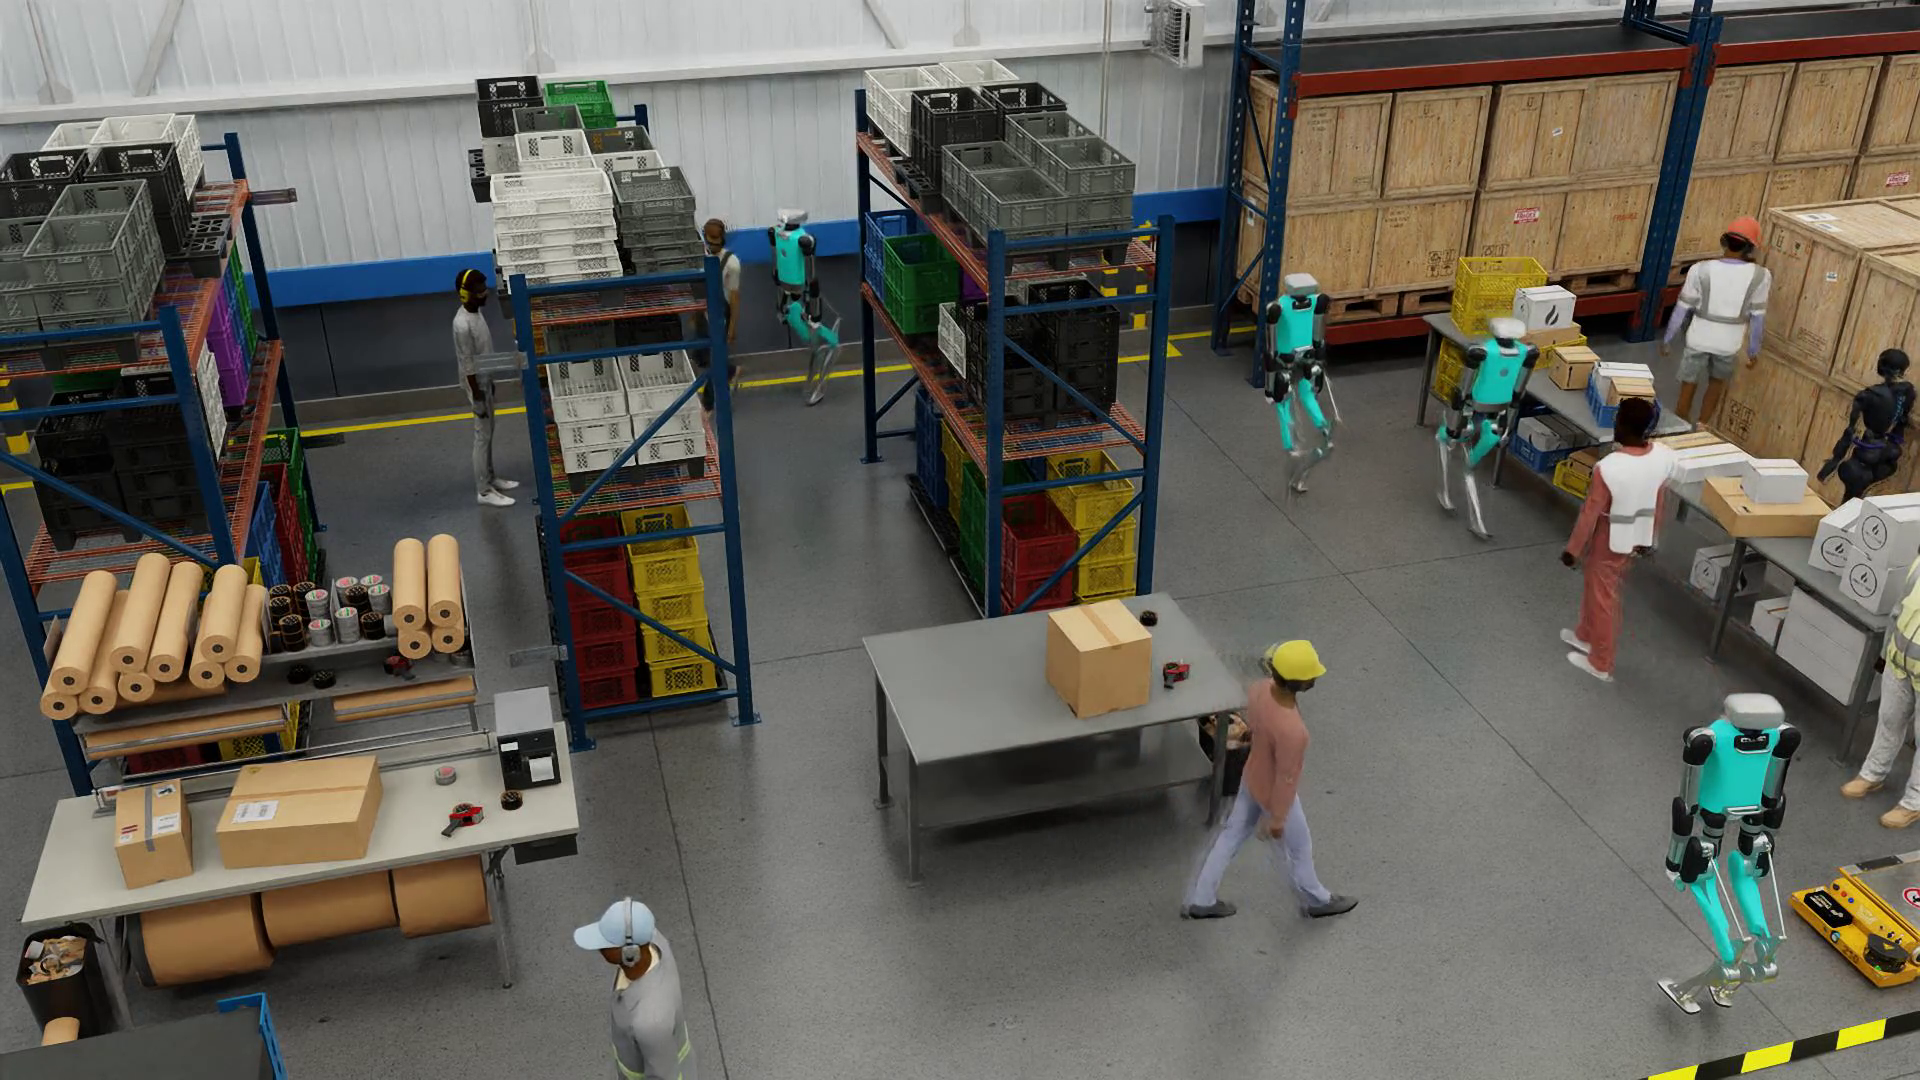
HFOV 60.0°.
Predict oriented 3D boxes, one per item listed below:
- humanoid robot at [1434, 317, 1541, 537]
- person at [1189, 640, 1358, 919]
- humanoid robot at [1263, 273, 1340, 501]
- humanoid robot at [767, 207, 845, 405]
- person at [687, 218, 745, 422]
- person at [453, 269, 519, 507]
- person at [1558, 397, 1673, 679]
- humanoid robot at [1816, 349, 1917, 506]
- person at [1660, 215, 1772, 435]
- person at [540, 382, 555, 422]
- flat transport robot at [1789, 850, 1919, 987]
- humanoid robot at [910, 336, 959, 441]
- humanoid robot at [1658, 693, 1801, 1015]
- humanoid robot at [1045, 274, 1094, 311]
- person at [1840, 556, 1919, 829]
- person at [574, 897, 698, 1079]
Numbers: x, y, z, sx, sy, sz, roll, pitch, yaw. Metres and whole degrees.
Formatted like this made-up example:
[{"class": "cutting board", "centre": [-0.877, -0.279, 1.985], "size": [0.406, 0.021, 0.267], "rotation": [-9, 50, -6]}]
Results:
[{"class": "humanoid robot", "centre": [3.785, -0.892, 12.254], "size": [0.560, 1.734, 0.959], "rotation": [-4, 29, -7]}, {"class": "person", "centre": [1.619, 1.233, 8.407], "size": [0.898, 1.713, 0.536], "rotation": [-5, 29, -9]}, {"class": "humanoid robot", "centre": [2.633, -1.055, 12.674], "size": [0.548, 1.901, 0.703], "rotation": [-11, 31, -20]}, {"class": "humanoid robot", "centre": [-1.260, -1.998, 14.305], "size": [0.679, 1.834, 0.551], "rotation": [-25, 38, -38]}, {"class": "person", "centre": [-2.036, -1.864, 13.970], "size": [0.566, 1.798, 0.631], "rotation": [17, 33, 29]}, {"class": "person", "centre": [-3.621, -1.161, 12.616], "size": [0.315, 1.865, 0.521], "rotation": [-3, 29, -5]}, {"class": "person", "centre": [4.054, -0.047, 10.547], "size": [0.618, 1.900, 0.667], "rotation": [-16, 33, -27]}, {"class": "humanoid robot", "centre": [6.481, -0.561, 11.782], "size": [0.600, 1.647, 0.773], "rotation": [-9, 30, -15]}, {"class": "person", "centre": [5.970, -1.585, 13.232], "size": [0.735, 2.016, 0.477], "rotation": [9, 30, 17]}, {"class": "person", "centre": [-3.220, -1.257, 12.931], "size": [0.354, 1.729, 0.495], "rotation": [-23, 36, -35]}, {"class": "flat transport robot", "centre": [5.163, 1.916, 8.676], "size": [1.431, 0.231, 0.659], "rotation": [-8, 30, -14]}, {"class": "humanoid robot", "centre": [-0.139, -1.606, 13.637], "size": [0.635, 1.641, 0.599], "rotation": [-13, 31, -22]}, {"class": "humanoid robot", "centre": [3.610, 1.548, 7.685], "size": [0.533, 1.672, 0.735], "rotation": [-3, 29, -5]}, {"class": "humanoid robot", "centre": [0.951, -2.202, 14.551], "size": [0.718, 1.707, 0.530], "rotation": [-18, 33, -29]}, {"class": "person", "centre": [5.341, 0.739, 9.193], "size": [0.430, 1.836, 0.624], "rotation": [-10, 30, -18]}, {"class": "person", "centre": [-1.239, 2.153, 6.600], "size": [0.392, 1.853, 0.587], "rotation": [-7, 30, -13]}]
